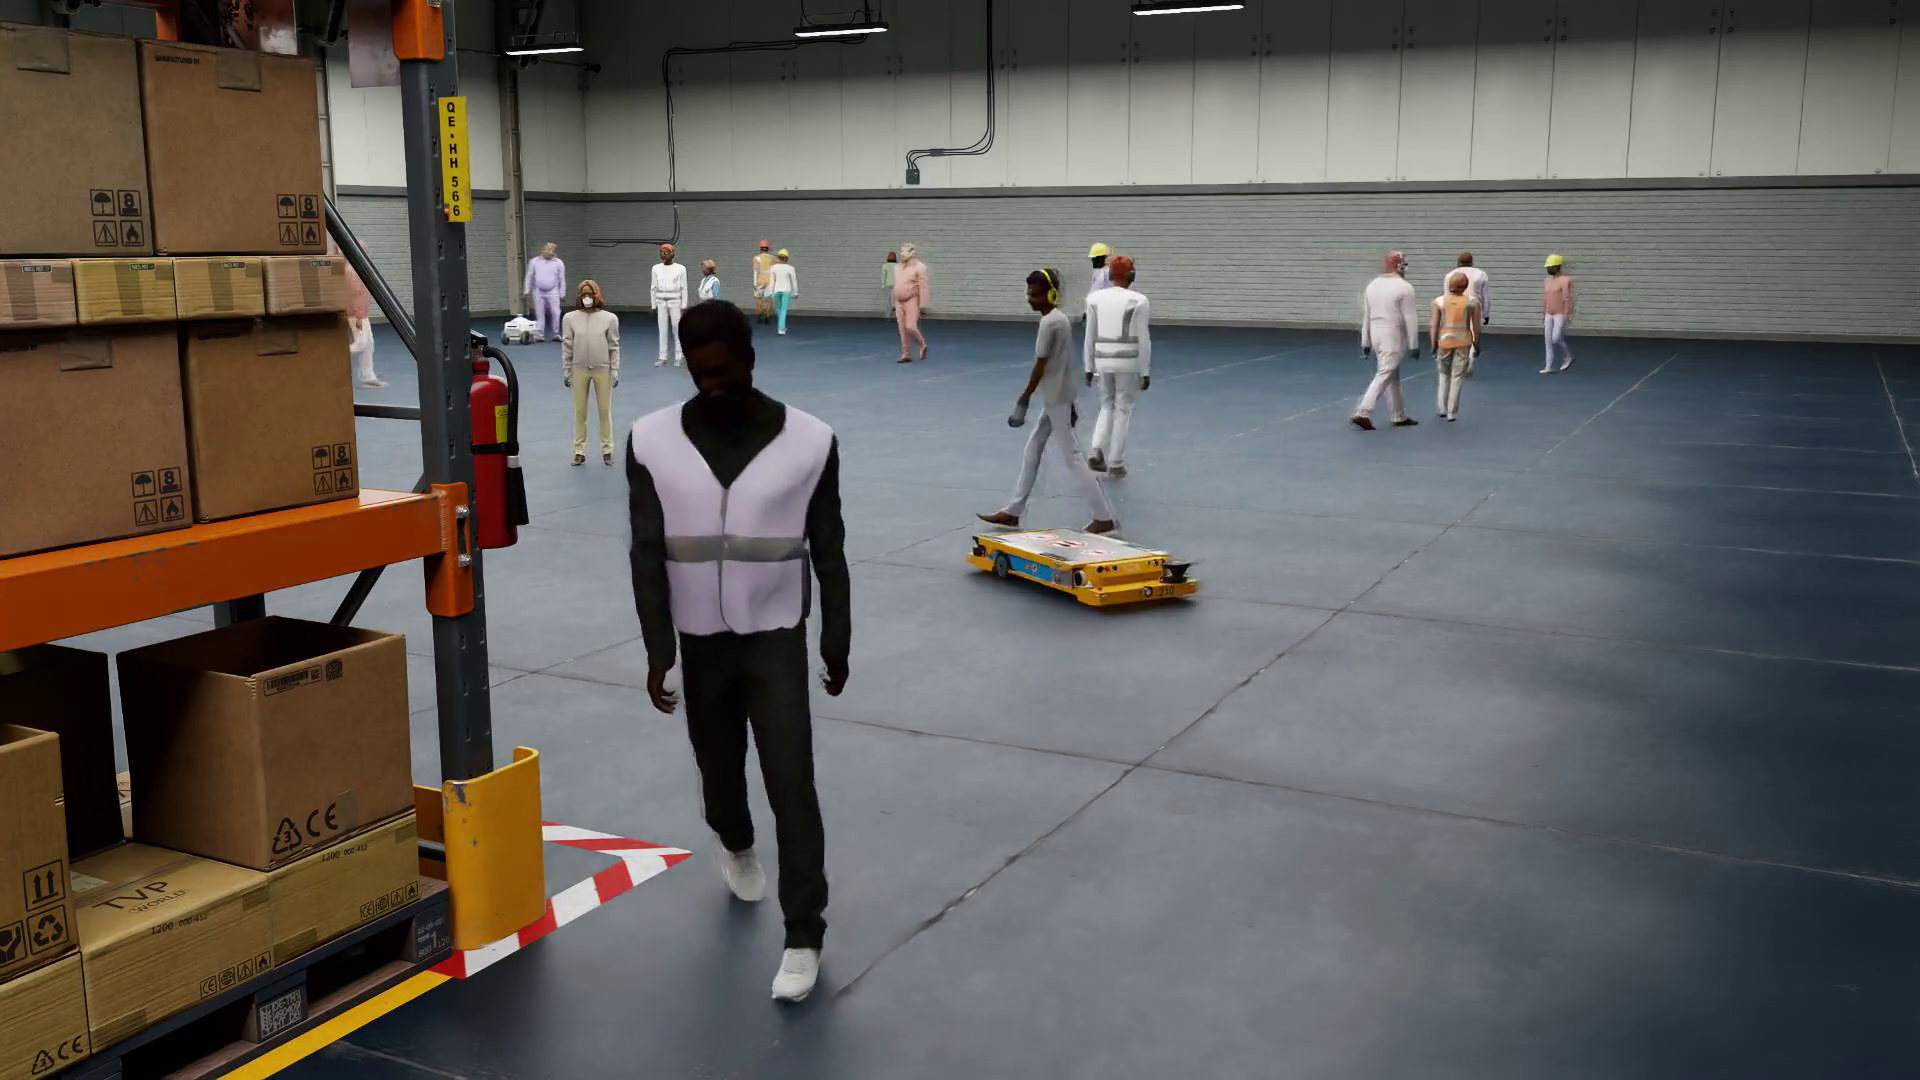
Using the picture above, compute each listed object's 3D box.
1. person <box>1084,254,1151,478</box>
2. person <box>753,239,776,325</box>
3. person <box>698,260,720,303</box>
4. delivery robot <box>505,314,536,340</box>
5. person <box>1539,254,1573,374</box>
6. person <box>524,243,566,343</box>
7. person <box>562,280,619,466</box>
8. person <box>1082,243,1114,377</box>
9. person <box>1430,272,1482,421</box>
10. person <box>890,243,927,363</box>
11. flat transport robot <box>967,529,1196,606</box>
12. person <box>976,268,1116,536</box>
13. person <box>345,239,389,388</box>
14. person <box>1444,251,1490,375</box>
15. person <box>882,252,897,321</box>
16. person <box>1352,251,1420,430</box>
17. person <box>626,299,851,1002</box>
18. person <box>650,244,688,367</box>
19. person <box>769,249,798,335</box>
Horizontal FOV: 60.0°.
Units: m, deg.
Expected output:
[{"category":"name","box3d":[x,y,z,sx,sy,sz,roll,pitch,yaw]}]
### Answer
[{"category":"person","box3d":[1.321,-1.437,13.843,0.582,1.867,0.416,7,12,33]},{"category":"person","box3d":[-4.442,-5.846,37.750,0.560,1.920,0.547,-4,11,-19]},{"category":"person","box3d":[-3.868,-3.503,25.741,0.307,1.641,0.513,-7,13,-35]},{"category":"delivery robot","box3d":[-8.167,-3.951,30.886,0.477,0.478,0.707,2,11,10]},{"category":"person","box3d":[8.714,-3.292,24.290,0.477,1.745,0.550,-5,11,-24]},{"category":"person","box3d":[-7.824,-4.649,31.376,0.750,1.880,0.398,0,10,-1]},{"category":"person","box3d":[-3.247,-1.467,14.653,0.499,1.633,0.285,-1,10,-8]},{"category":"person","box3d":[2.023,-3.286,23.827,0.504,1.904,0.602,-2,11,-10]},{"category":"person","box3d":[5.447,-2.123,18.254,0.534,1.613,0.632,4,11,23]},{"category":"person","box3d":[-0.825,-3.764,26.456,0.639,1.898,0.462,8,13,39]},{"category":"flat transport robot","box3d":[0.677,0.129,9.669,0.652,0.197,1.431,-6,12,-29]},{"category":"person","box3d":[0.615,-0.918,11.208,0.976,1.808,0.504,2,11,8]},{"category":"person","box3d":[-8.017,-2.973,21.938,0.718,1.975,0.625,-2,11,-13]},{"category":"person","box3d":[7.207,-3.216,23.765,0.644,1.811,0.814,5,11,23]},{"category":"person","box3d":[-1.614,-6.030,39.536,0.506,1.632,0.268,-1,10,-7]},{"category":"person","box3d":[4.485,-2.084,17.410,0.987,1.865,0.662,-5,12,-26]},{"category":"person","box3d":[-0.607,0.247,4.702,0.596,1.866,0.872,0,10,1]},{"category":"person","box3d":[-4.491,-3.607,25.643,0.584,1.882,0.348,2,11,11]},{"category":"person","box3d":[-3.565,-5.052,33.935,0.553,1.719,0.879,3,11,16]}]
